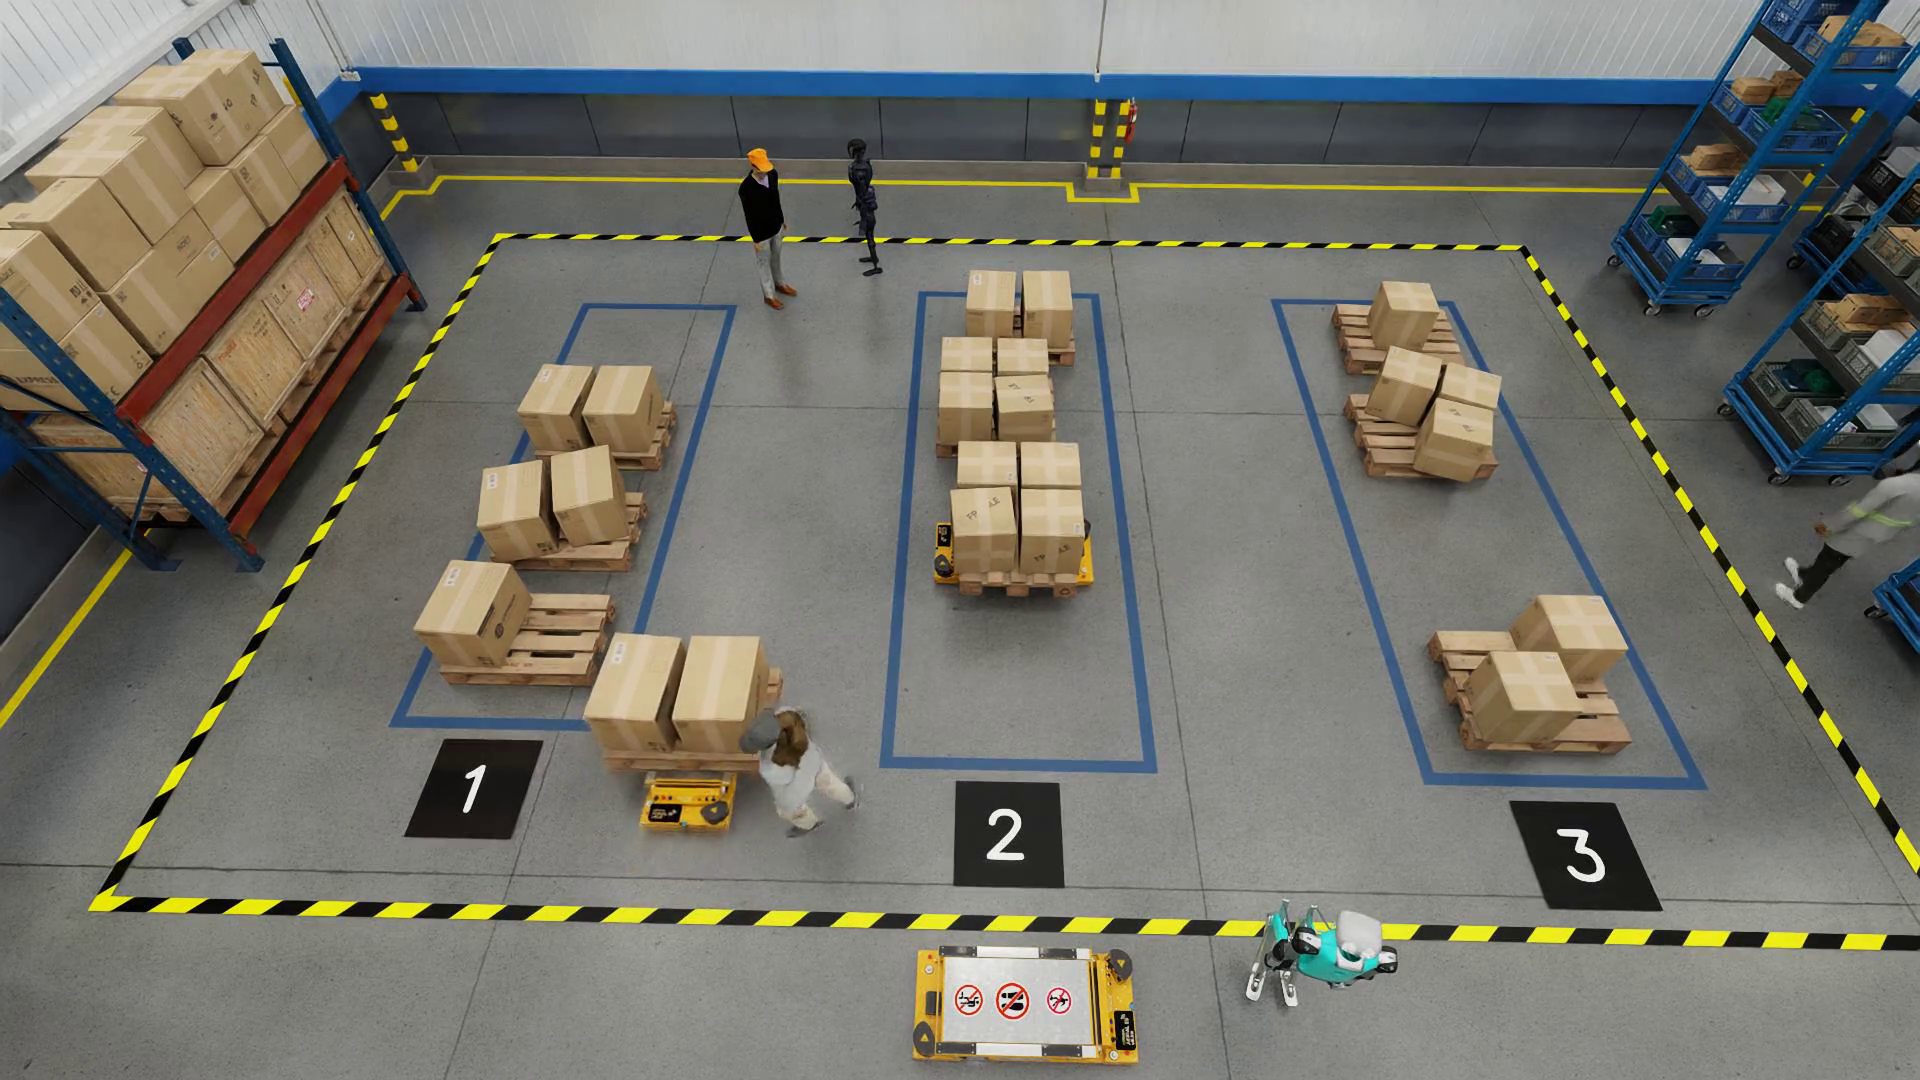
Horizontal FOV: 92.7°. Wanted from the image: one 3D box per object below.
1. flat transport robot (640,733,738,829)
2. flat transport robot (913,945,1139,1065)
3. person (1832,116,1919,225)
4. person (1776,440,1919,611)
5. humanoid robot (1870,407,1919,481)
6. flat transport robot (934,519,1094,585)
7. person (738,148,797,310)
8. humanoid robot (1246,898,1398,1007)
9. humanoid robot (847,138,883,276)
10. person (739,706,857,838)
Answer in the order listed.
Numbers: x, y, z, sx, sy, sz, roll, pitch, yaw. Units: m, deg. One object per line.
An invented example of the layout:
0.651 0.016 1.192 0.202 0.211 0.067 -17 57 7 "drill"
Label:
-2.032 1.539 7.213 0.652 0.197 1.431 1 51 1 "flat transport robot"
0.422 3.041 6.007 1.431 0.231 0.659 1 51 1 "flat transport robot"
11.068 -4.356 10.960 0.634 1.937 0.353 36 59 26 "person"
7.488 -0.152 7.618 0.605 1.834 0.660 0 51 0 "person"
9.205 -1.167 8.523 0.609 1.644 0.362 10 51 8 "humanoid robot"
0.490 0.087 8.397 1.431 0.197 0.652 1 51 1 "flat transport robot"
-2.152 -3.499 10.302 0.393 1.877 0.586 24 55 18 "person"
2.115 2.378 5.513 0.533 1.677 0.735 10 52 8 "humanoid robot"
-1.125 -3.892 10.742 0.315 1.654 0.599 -7 51 -6 "humanoid robot"
-1.062 1.564 6.276 0.555 1.714 0.683 8 51 6 "person"
